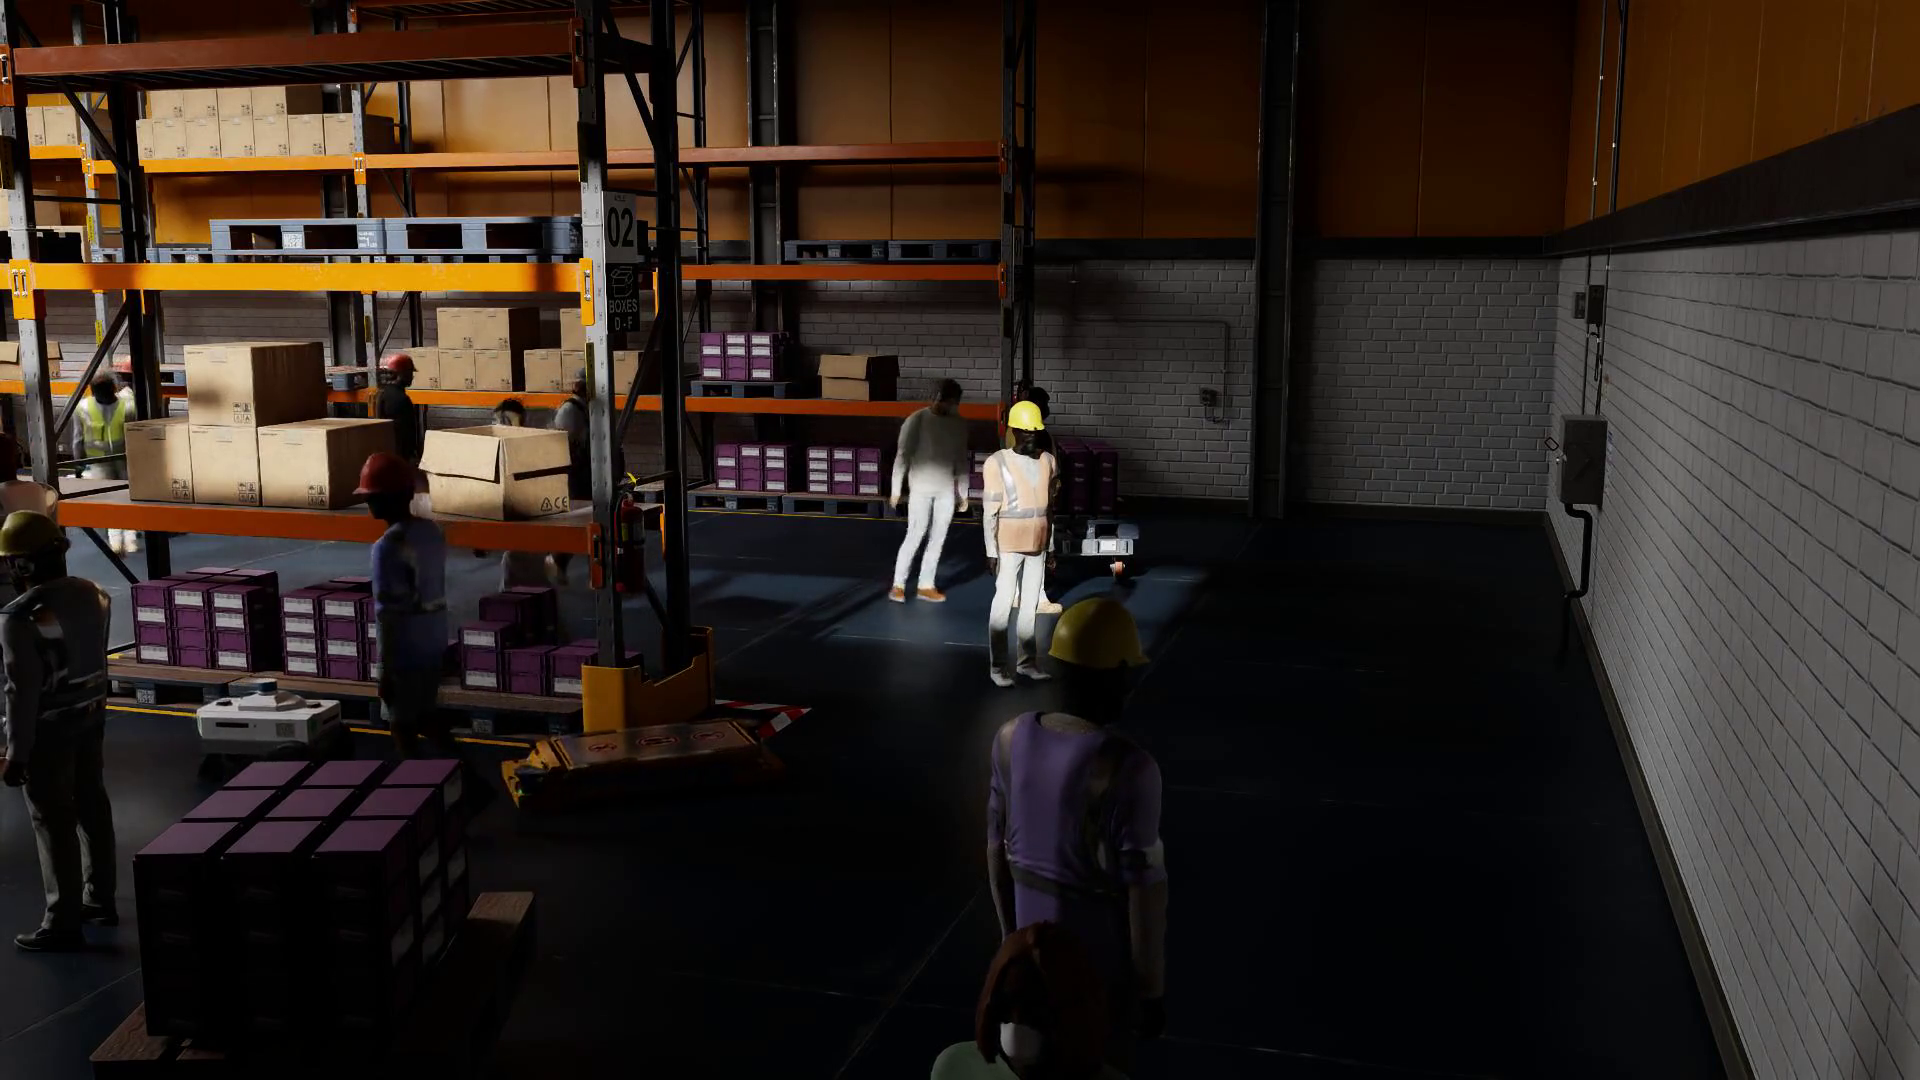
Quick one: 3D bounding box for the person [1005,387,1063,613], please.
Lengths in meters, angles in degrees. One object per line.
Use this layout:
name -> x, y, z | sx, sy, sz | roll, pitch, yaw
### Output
person -> 0.607, -0.327, 13.576 | 0.429, 1.844, 0.627 | -4, 10, -22

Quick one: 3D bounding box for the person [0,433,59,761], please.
person -> -5.373, 0.324, 9.487 | 0.359, 1.882, 0.575 | 4, 10, 21

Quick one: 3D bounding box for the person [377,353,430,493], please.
person -> -5.388, -0.832, 16.274 | 0.678, 1.974, 0.617 | -9, 13, -44

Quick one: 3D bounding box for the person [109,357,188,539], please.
person -> -8.399, -0.951, 17.188 | 0.924, 1.892, 0.570 | -4, 10, -23

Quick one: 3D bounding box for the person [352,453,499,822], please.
person -> -2.628, 0.533, 8.061 | 0.529, 1.930, 0.586 | 2, 10, 12

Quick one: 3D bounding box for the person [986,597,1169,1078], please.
person -> 0.342, 1.106, 4.583 | 0.382, 1.924, 0.594 | -9, 13, -43

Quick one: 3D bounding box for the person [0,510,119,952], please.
person -> -3.748, 0.779, 6.872 | 0.404, 1.829, 0.588 | 1, 9, 5

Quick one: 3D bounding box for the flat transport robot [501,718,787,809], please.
flat transport robot -> -1.723, 1.198, 9.056 | 1.431, 0.197, 0.652 | -4, 10, -22

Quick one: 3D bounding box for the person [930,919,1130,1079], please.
person -> 0.141, 1.494, 3.101 | 0.500, 1.636, 0.283 | 5, 10, 27

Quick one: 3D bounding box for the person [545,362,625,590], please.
person -> -3.182, -0.547, 14.313 | 0.640, 2.000, 0.695 | 4, 10, 23

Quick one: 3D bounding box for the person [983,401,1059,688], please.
person -> 0.425, 0.024, 11.177 | 0.594, 1.924, 0.383 | -7, 12, -36

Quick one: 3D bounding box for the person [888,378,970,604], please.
person -> -0.228, -0.405, 13.881 | 0.664, 1.896, 0.474 | -6, 11, -33

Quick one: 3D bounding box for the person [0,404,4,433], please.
person -> -10.794, -1.022, 18.451 | 0.396, 1.617, 0.556 | 1, 9, 8

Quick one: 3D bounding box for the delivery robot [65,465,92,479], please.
delivery robot -> -9.957, -0.612, 18.941 | 0.707, 0.478, 0.477 | -5, 11, -27

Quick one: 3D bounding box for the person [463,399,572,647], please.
person -> -3.187, -0.061, 11.841 | 1.026, 1.874, 0.648 | 3, 10, 16

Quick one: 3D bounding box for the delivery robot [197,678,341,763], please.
delivery robot -> -3.781, 1.001, 9.107 | 0.707, 0.478, 0.477 | 1, 9, 6

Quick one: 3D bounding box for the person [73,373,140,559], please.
person -> -8.142, -0.718, 16.087 | 0.751, 1.784, 0.930 | -5, 10, -26
